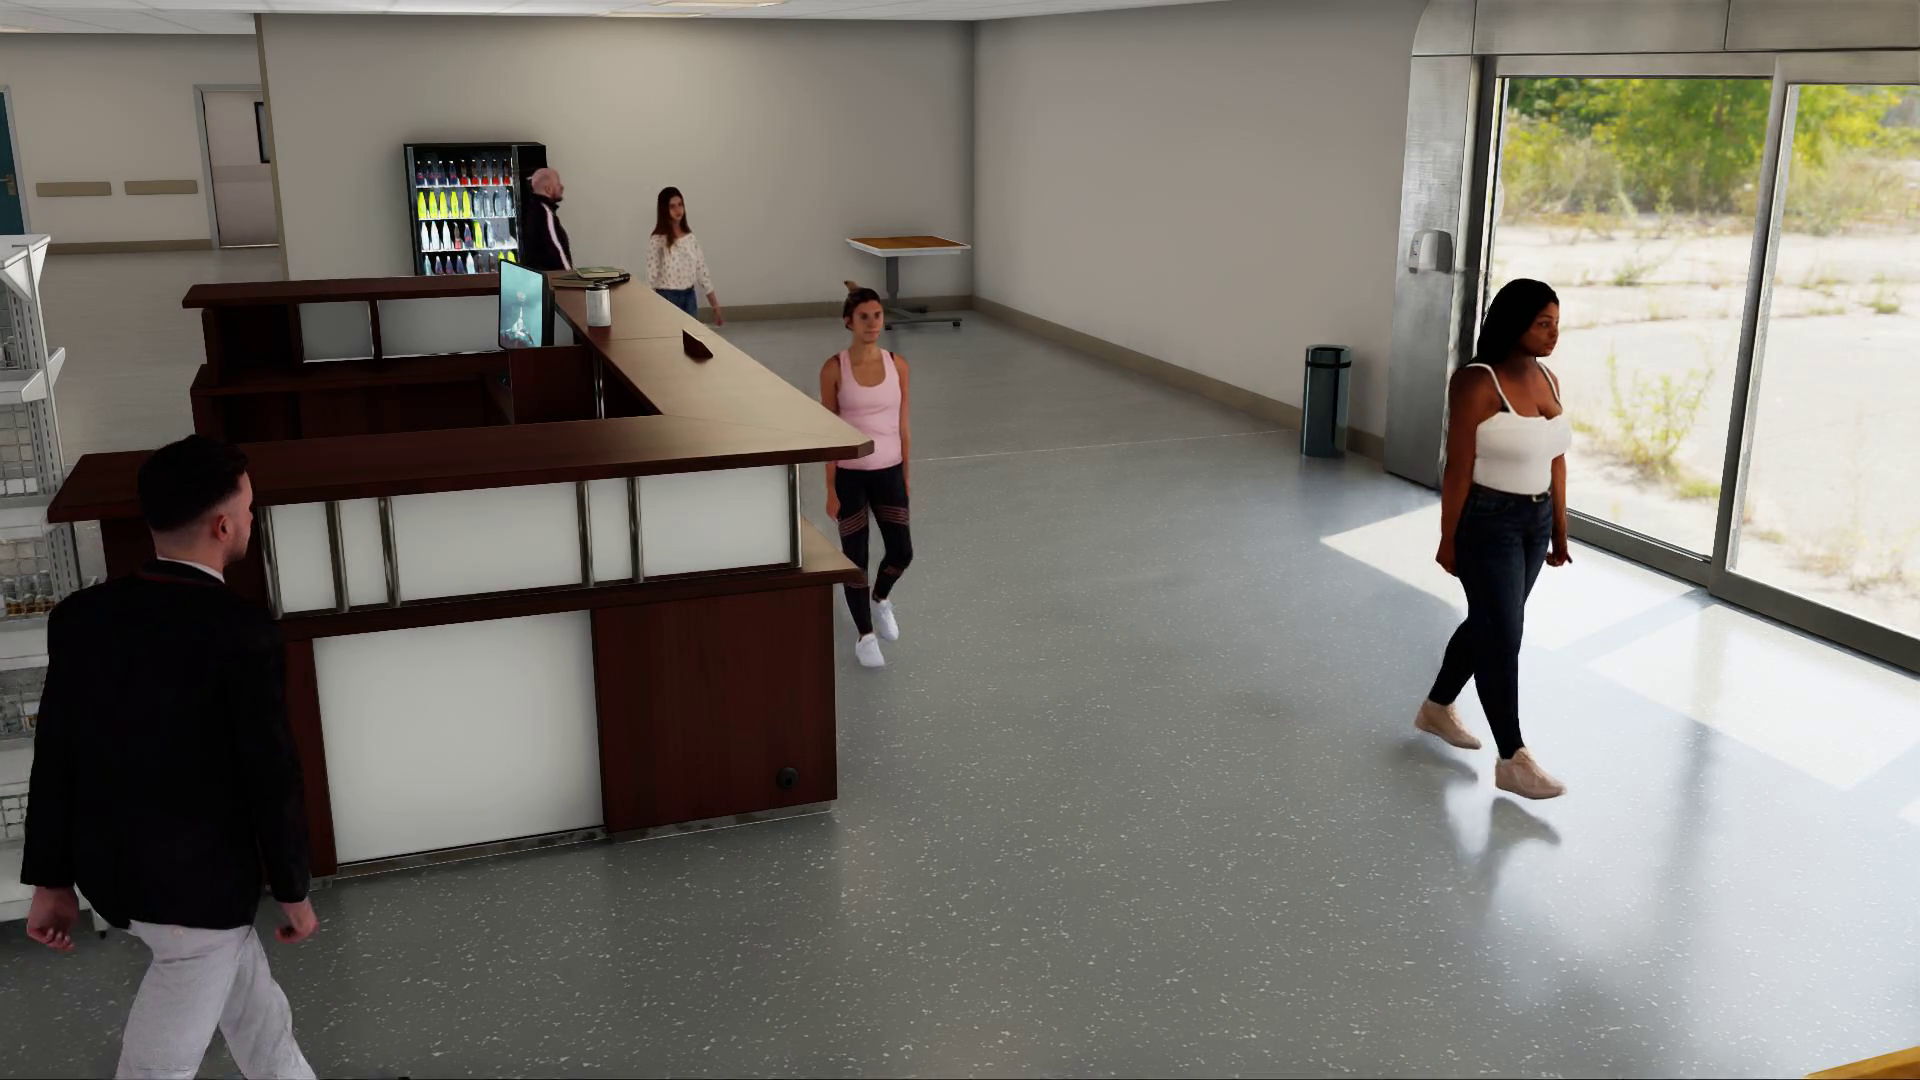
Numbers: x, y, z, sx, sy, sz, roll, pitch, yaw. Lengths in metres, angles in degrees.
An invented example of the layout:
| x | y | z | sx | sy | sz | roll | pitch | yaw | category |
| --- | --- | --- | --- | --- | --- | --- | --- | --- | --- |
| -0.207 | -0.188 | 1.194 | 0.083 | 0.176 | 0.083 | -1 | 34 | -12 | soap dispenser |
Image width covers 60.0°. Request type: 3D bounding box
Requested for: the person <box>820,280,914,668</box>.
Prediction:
| x | y | z | sx | sy | sz | roll | pitch | yaw | category |
| --- | --- | --- | --- | --- | --- | --- | --- | --- | --- |
| -0.428 | -0.289 | 7.161 | 0.631 | 1.635 | 0.620 | -5 | 17 | -18 | person |

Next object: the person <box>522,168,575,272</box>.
| x | y | z | sx | sy | sz | roll | pitch | yaw | category |
| --- | --- | --- | --- | --- | --- | --- | --- | --- | --- |
| -2.979 | -1.715 | 11.882 | 0.732 | 1.819 | 0.725 | -10 | 19 | -32 | person |

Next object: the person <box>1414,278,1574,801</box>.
| x | y | z | sx | sy | sz | roll | pitch | yaw | category |
| --- | --- | --- | --- | --- | --- | --- | --- | --- | --- |
| 1.876 | -0.034 | 5.982 | 0.999 | 1.785 | 0.862 | -10 | 19 | -31 | person |

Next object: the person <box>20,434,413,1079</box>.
| x | y | z | sx | sy | sz | roll | pitch | yaw | category |
| --- | --- | --- | --- | --- | --- | --- | --- | --- | --- |
| -1.580 | 0.762 | 3.194 | 1.233 | 1.765 | 1.268 | 5 | 17 | 18 | person |

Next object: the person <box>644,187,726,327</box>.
| x | y | z | sx | sy | sz | roll | pitch | yaw | category |
| --- | --- | --- | --- | --- | --- | --- | --- | --- | --- |
| -2.065 | -1.615 | 11.743 | 1.016 | 1.702 | 0.993 | 12 | 20 | 36 | person |
